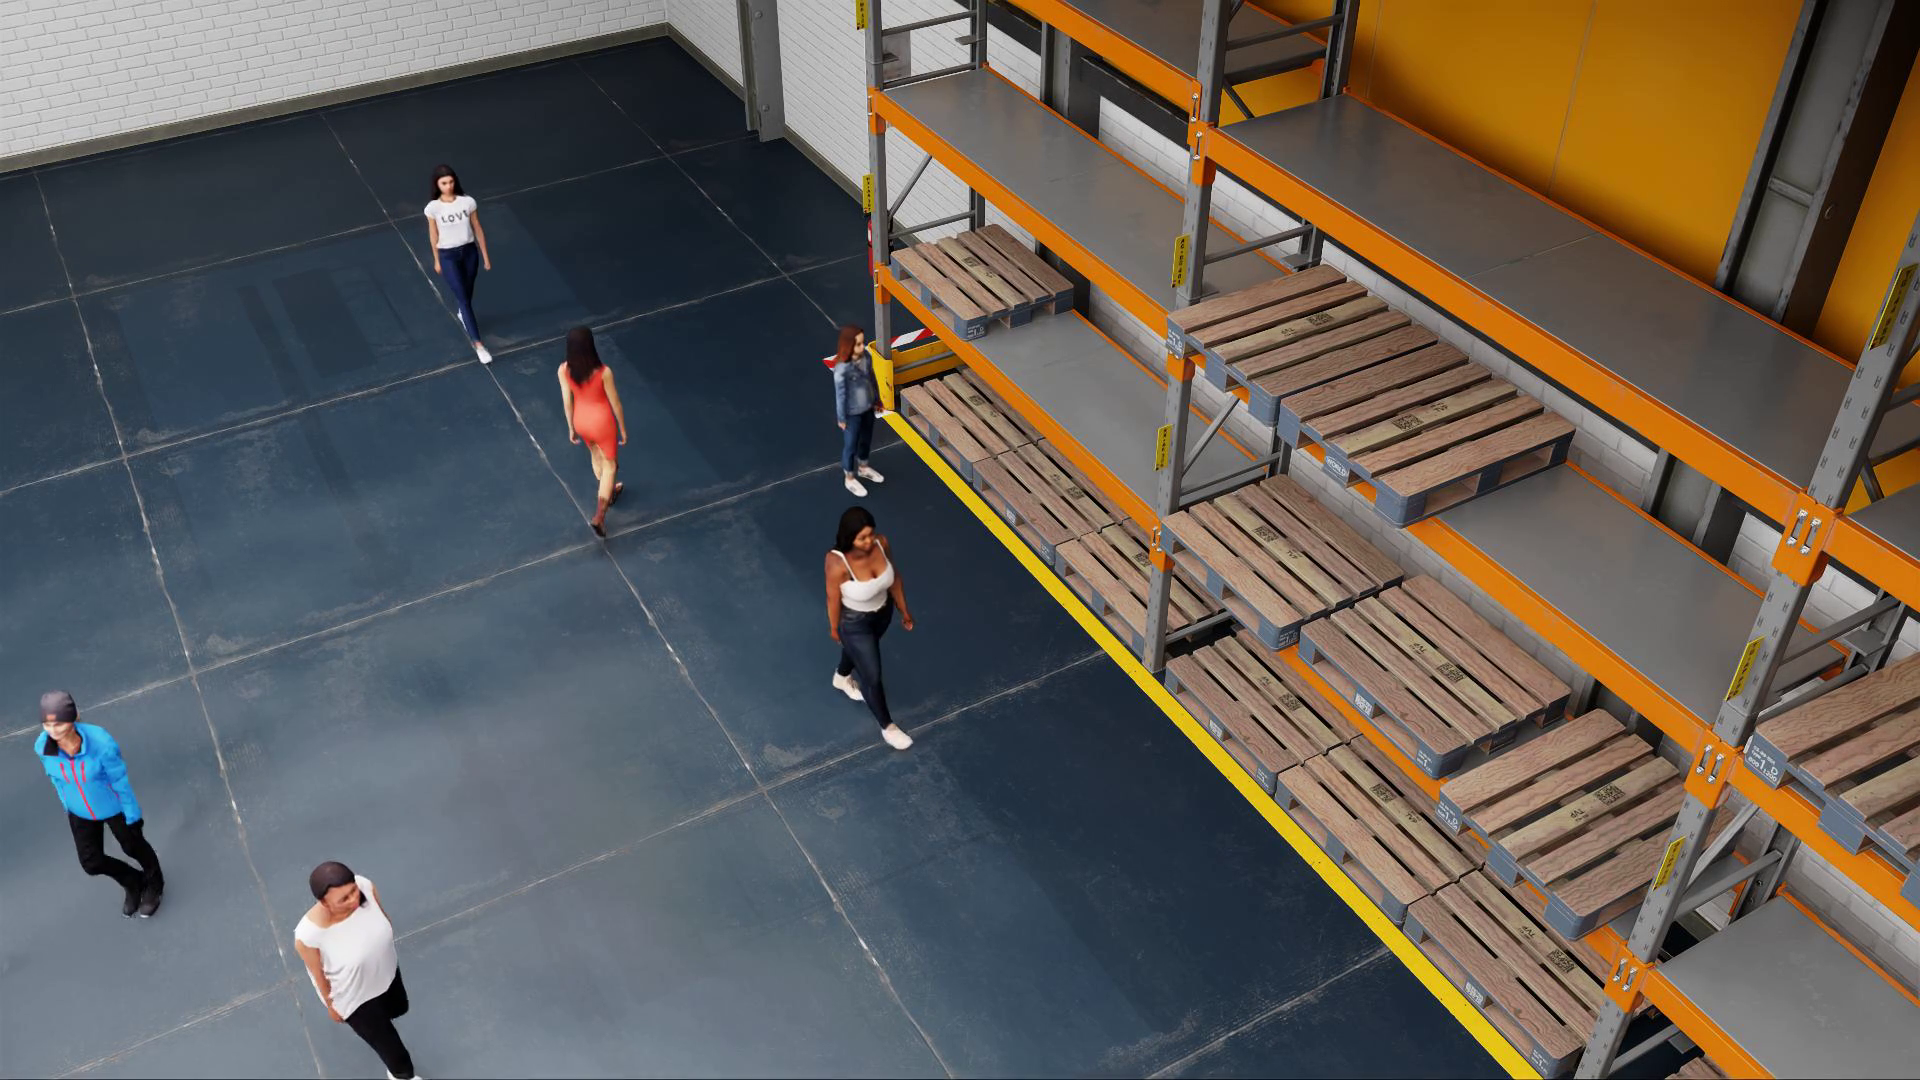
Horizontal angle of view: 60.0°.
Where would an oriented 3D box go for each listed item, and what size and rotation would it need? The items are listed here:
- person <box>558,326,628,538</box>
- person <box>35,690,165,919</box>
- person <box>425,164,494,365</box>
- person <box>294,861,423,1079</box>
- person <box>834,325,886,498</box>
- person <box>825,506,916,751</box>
[{"bbox_3d":[-2.753,-0.801,12.472,0.983,1.699,1.124,4,39,5],"label":"person"},{"bbox_3d":[-4.884,1.471,9.553,0.757,1.790,0.796,1,39,1],"label":"person"},{"bbox_3d":[-4.399,-2.485,14.557,0.641,1.726,1.162,-21,43,-24],"label":"person"},{"bbox_3d":[-3.142,2.250,8.674,1.005,1.670,0.896,19,42,22],"label":"person"},{"bbox_3d":[-0.810,-1.029,12.936,0.636,1.475,0.643,23,44,26],"label":"person"},{"bbox_3d":[-0.686,0.468,10.831,0.844,1.762,1.203,-32,48,-33],"label":"person"}]
